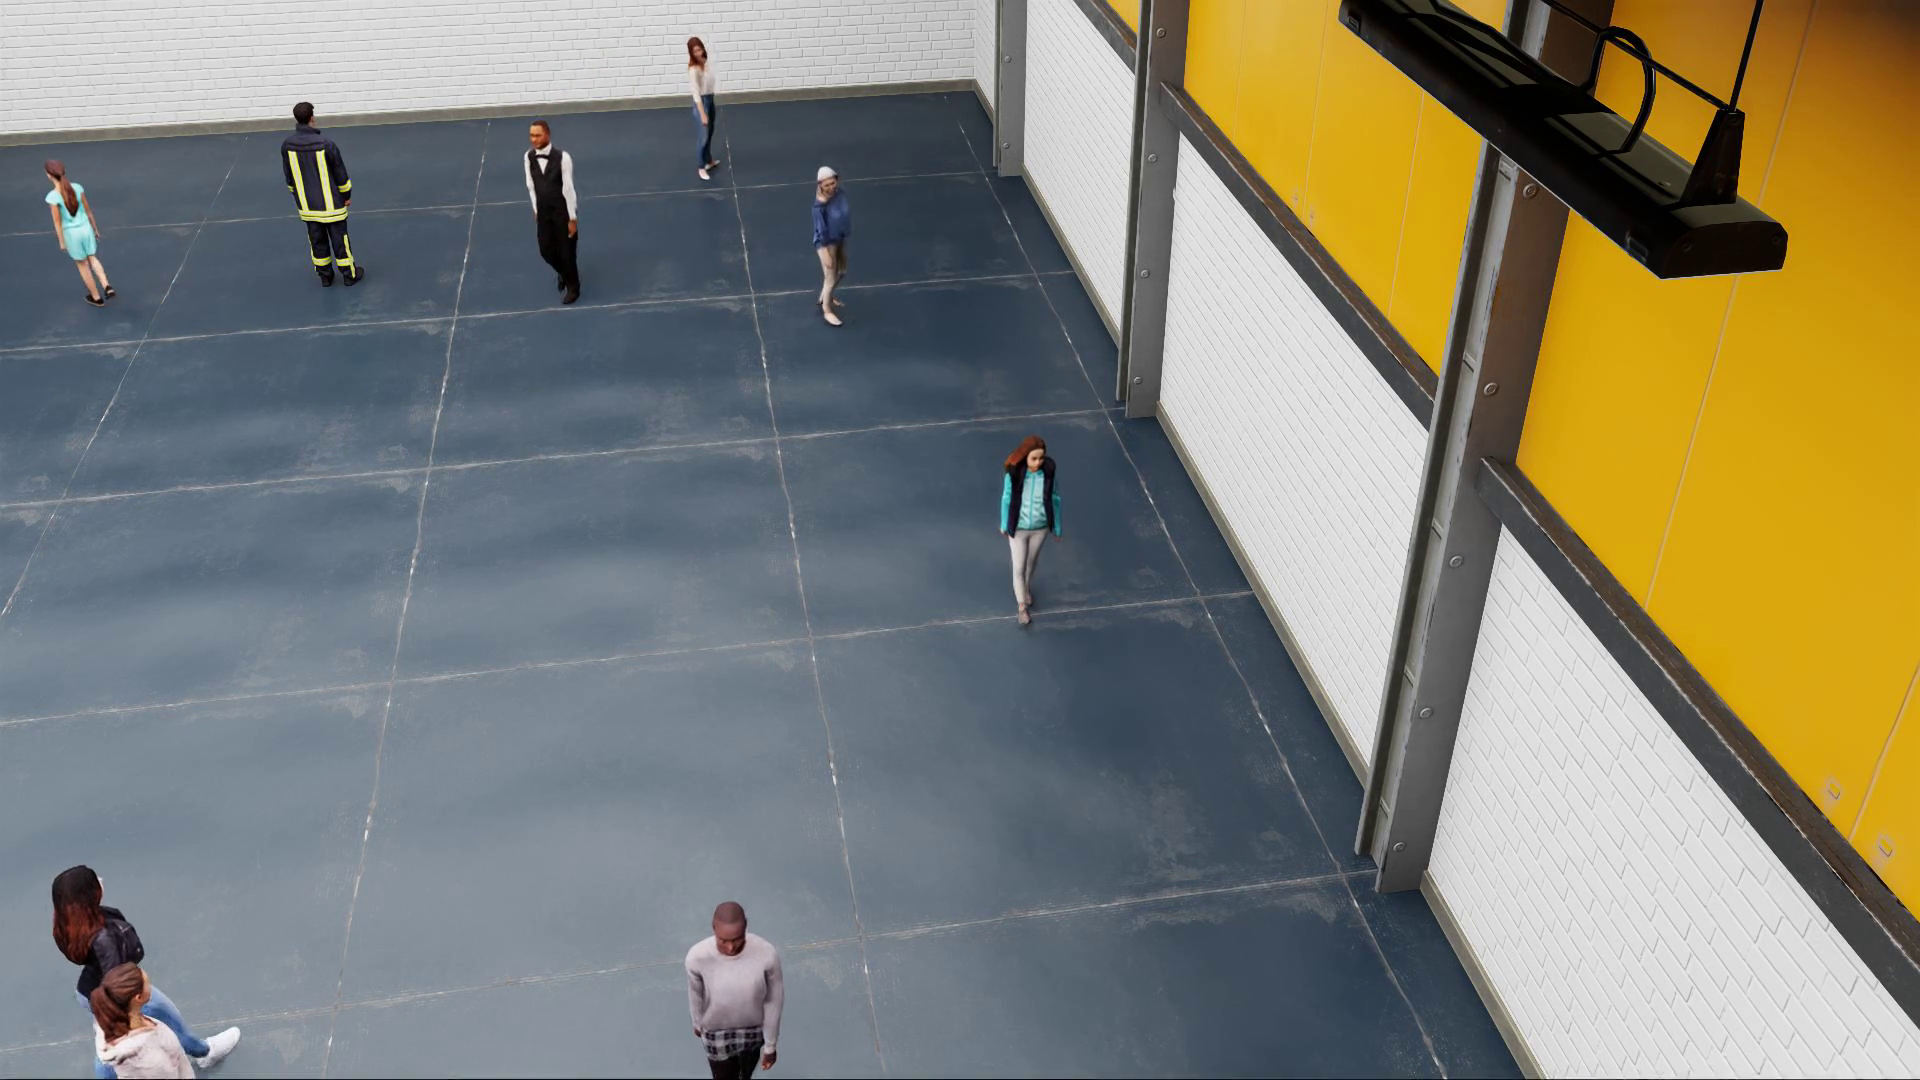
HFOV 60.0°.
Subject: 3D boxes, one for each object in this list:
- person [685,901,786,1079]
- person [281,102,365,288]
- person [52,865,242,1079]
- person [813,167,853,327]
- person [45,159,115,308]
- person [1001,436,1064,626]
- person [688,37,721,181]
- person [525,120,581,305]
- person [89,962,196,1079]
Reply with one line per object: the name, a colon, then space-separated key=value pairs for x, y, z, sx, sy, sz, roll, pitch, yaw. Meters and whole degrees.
person: x=-1.122 y=2.345 z=8.334 sx=0.632 sy=1.736 sz=1.033 roll=-6 pitch=34 yaw=-9
person: x=-6.543 y=-3.529 z=16.999 sx=0.831 sy=1.927 sz=0.716 roll=-1 pitch=34 yaw=-1
person: x=-4.356 y=2.348 z=8.442 sx=1.005 sy=1.611 sz=1.075 roll=20 pitch=39 yaw=27
person: x=-1.271 y=-2.883 z=16.259 sx=0.964 sy=1.670 sz=0.892 roll=11 pitch=35 yaw=15
person: x=-8.773 y=-3.049 z=16.613 sx=0.786 sy=1.554 sz=0.726 roll=21 pitch=39 yaw=28
person: x=0.498 y=-0.158 z=12.324 sx=0.597 sy=1.487 sz=0.801 roll=-6 pitch=34 yaw=-9
person: x=-3.028 y=-5.145 z=19.635 sx=0.873 sy=1.700 sz=0.691 roll=4 pitch=34 yaw=6
person: x=-4.019 y=-3.340 z=16.740 sx=0.860 sy=1.899 sz=0.901 roll=6 pitch=34 yaw=9
person: x=-3.813 y=2.700 z=7.854 sx=0.857 sy=1.676 sz=0.918 roll=24 pitch=40 yaw=31
